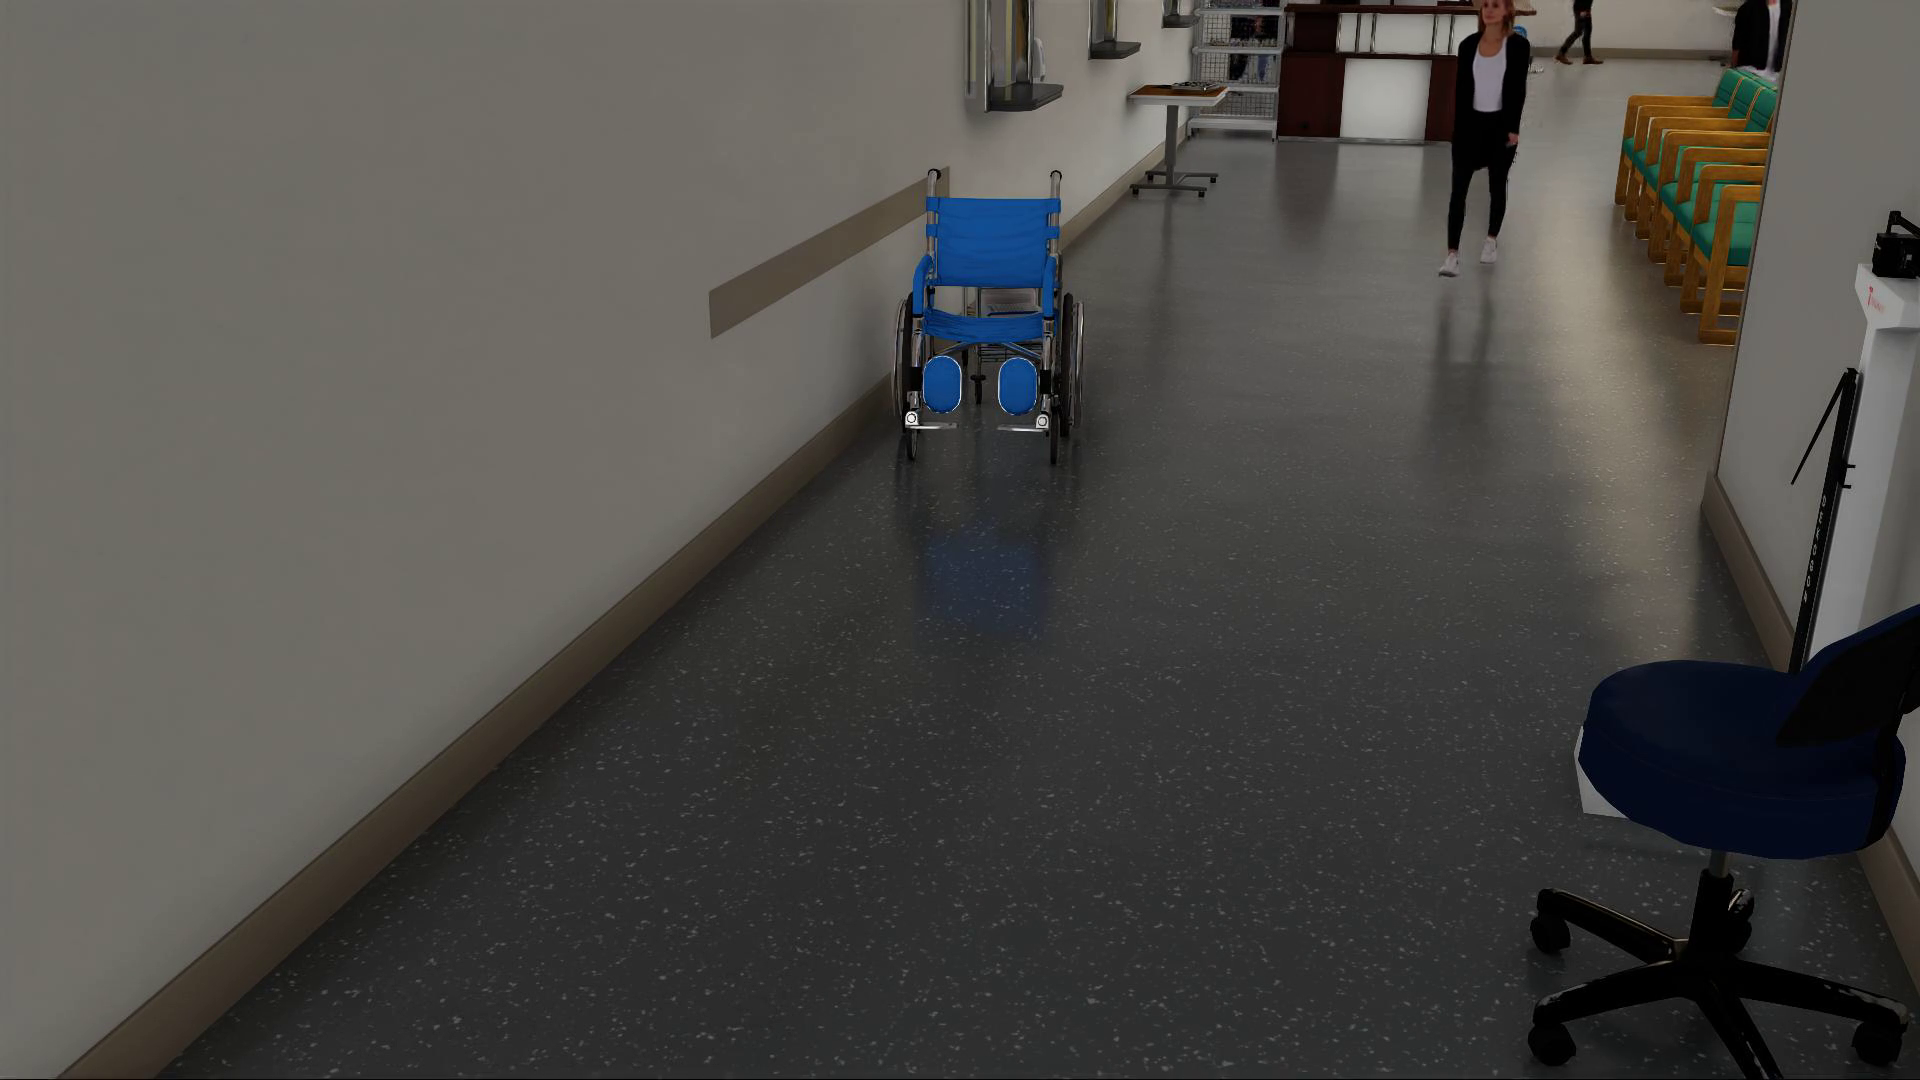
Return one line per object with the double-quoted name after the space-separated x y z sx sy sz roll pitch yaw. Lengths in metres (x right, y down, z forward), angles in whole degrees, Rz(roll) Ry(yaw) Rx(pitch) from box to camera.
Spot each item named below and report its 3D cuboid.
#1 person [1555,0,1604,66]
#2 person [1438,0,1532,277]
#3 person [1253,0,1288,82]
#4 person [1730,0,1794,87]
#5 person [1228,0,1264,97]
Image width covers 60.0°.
9.405 -8.094 25.251 0.983 1.710 0.772 10 23 25 "person"
3.381 -2.559 10.578 1.169 1.752 0.830 10 23 25 "person"
3.994 -6.504 21.147 1.118 1.643 1.044 -6 22 -15 "person"
7.392 -4.398 15.413 1.176 1.766 0.972 0 21 0 "person"
3.515 -6.565 21.055 0.632 1.822 0.845 6 22 16 "person"
